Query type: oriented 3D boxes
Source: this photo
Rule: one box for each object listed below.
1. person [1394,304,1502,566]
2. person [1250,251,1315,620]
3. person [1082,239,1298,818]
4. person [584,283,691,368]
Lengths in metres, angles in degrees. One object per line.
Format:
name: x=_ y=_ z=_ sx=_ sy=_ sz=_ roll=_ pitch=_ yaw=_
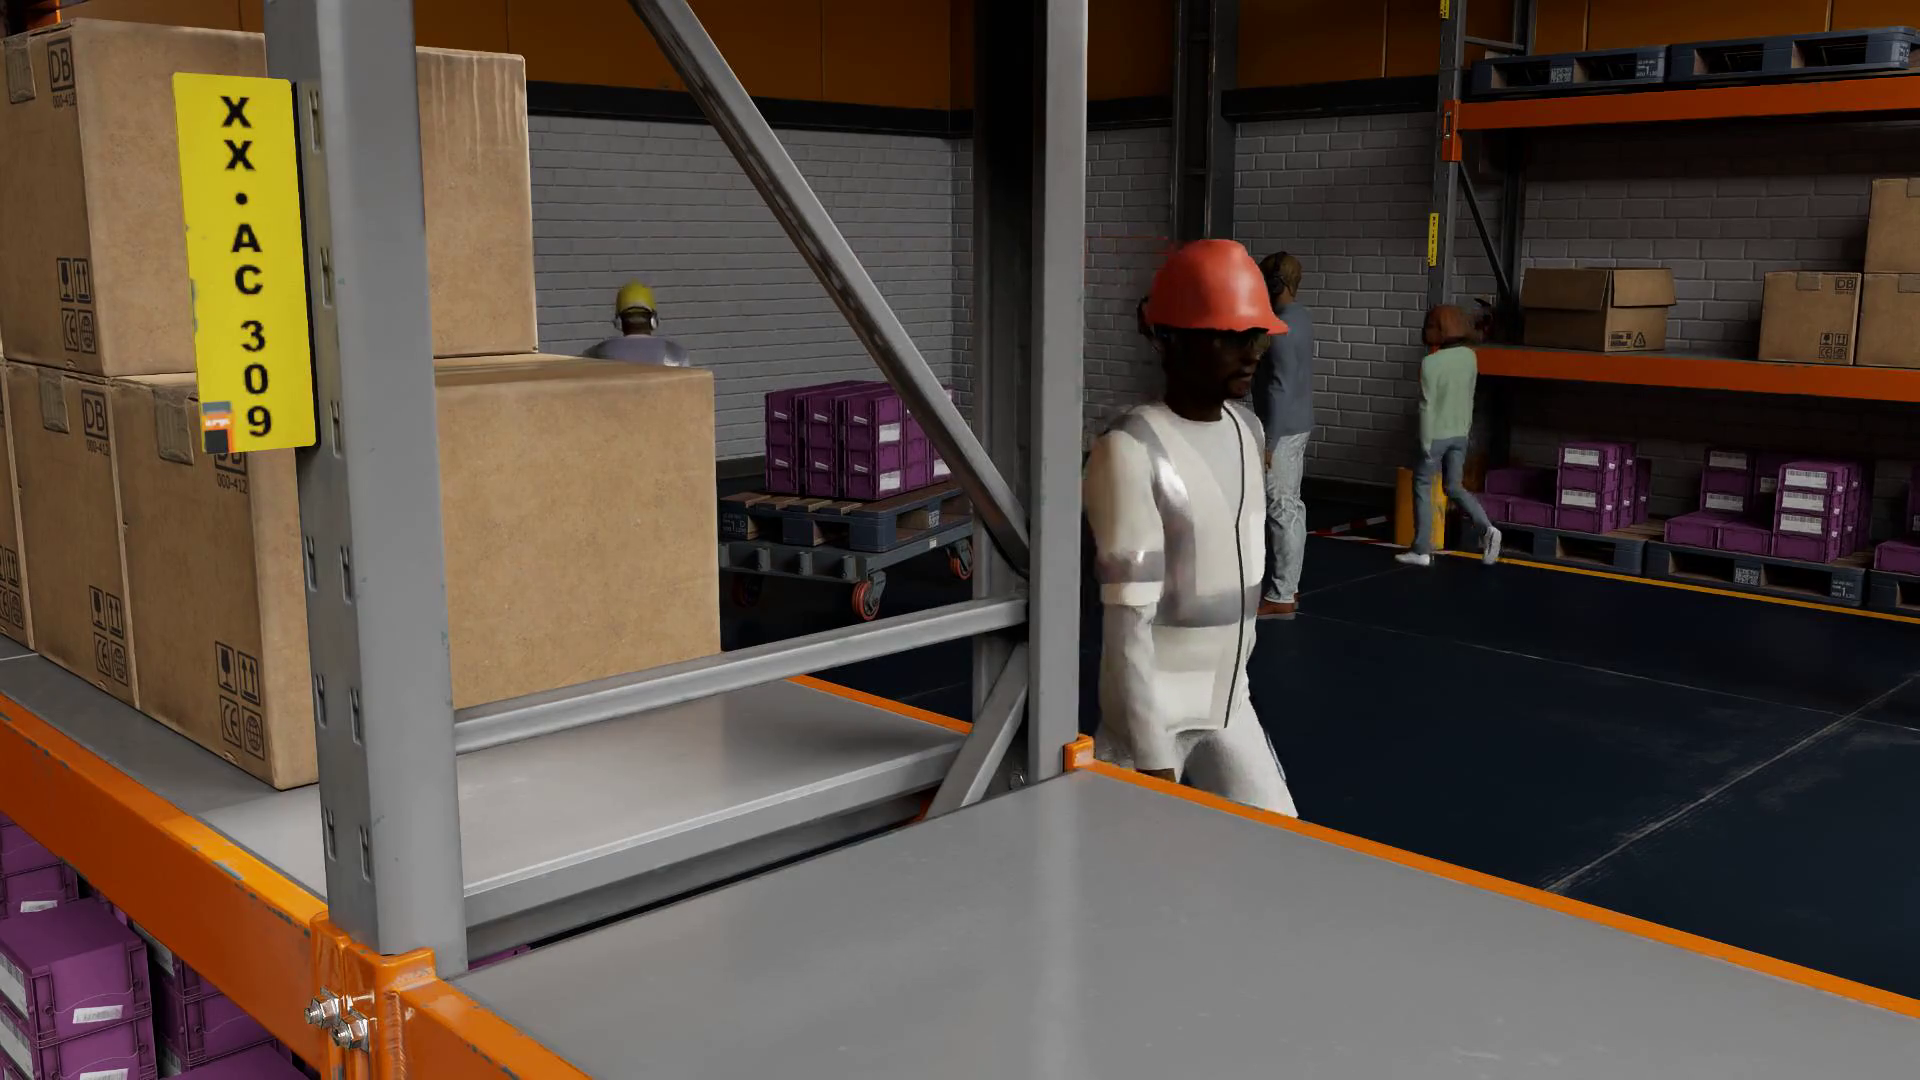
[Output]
person: x=2.963 y=-0.615 z=10.040 sx=0.501 sy=1.612 sz=0.619 roll=-6 pitch=12 yaw=-31
person: x=1.680 y=-0.546 z=8.799 sx=0.371 sy=1.941 sz=0.627 roll=4 pitch=11 yaw=20
person: x=0.584 y=0.369 z=3.623 sx=0.958 sy=2.000 sz=0.628 roll=10 pitch=14 yaw=43
person: x=-1.715 y=-0.460 z=8.815 sx=0.612 sy=1.773 sz=0.963 roll=-2 pitch=11 yaw=-10
